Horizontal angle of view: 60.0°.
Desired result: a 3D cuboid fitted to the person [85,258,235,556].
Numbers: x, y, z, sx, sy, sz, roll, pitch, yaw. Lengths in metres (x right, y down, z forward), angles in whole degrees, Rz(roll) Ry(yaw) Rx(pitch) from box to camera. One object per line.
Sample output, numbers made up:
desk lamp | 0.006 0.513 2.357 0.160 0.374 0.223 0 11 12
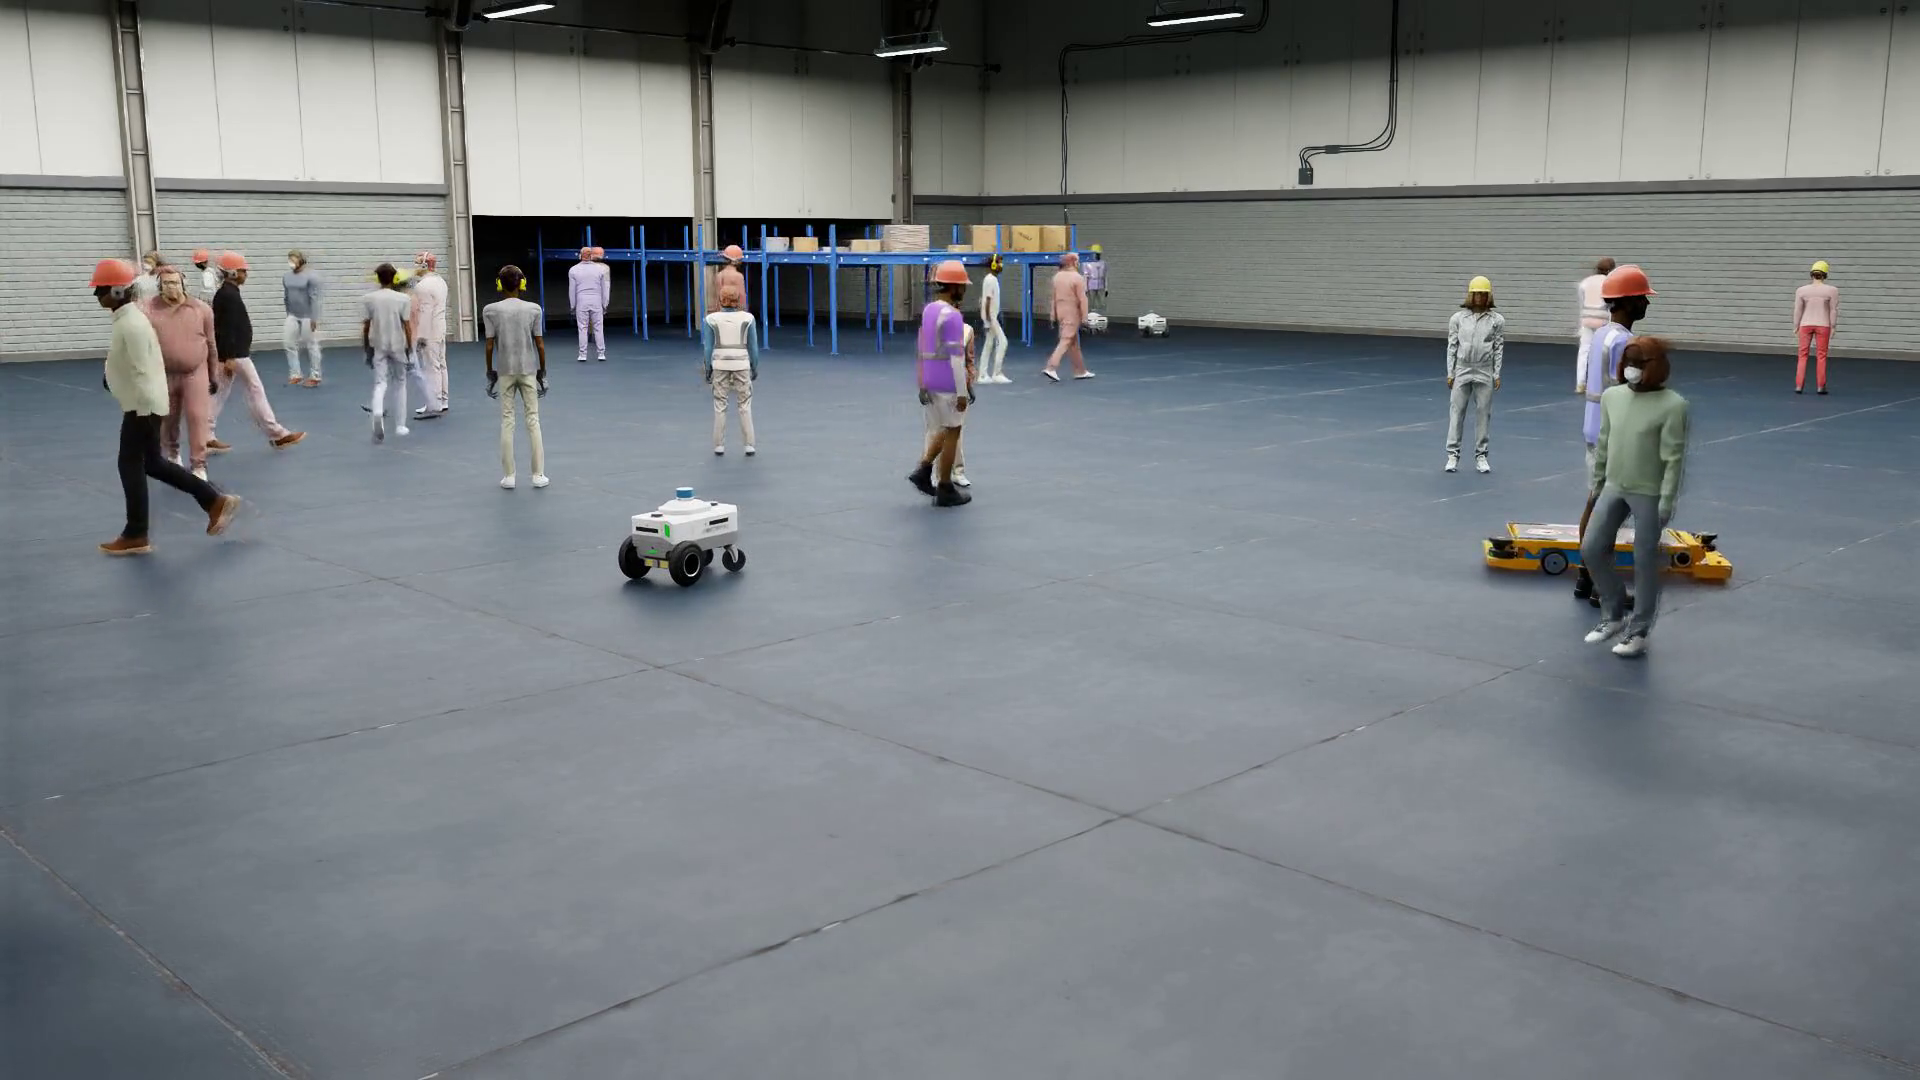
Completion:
person | -5.415 -0.908 11.218 0.804 1.969 0.619 -6 12 -28

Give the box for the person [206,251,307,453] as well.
person | -7.008 -1.822 16.212 1.028 1.942 0.629 -6 12 -31

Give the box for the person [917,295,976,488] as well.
person | -0.116 -1.265 14.021 0.520 1.640 0.307 -4 11 -20

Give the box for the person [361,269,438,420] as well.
person | -6.467 -2.240 19.093 0.893 1.721 0.543 -1 10 -8

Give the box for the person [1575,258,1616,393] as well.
person | 8.680 -2.899 22.491 0.932 1.793 0.639 -9 14 -40

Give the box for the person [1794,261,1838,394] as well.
person | 11.455 -2.844 22.286 0.523 1.769 0.321 7 13 34

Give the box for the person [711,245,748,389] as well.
person | -3.144 -3.070 22.938 0.496 1.978 0.620 -7 12 -32

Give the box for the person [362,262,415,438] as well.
person | -5.999 -1.989 17.435 0.522 1.845 0.818 -1 10 -8

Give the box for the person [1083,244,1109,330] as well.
person | 3.035 -5.564 36.740 0.622 1.892 0.828 -3 11 -16

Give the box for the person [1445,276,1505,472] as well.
person | 4.625 -1.489 14.957 0.487 1.746 0.289 2 11 11

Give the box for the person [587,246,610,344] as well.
person | -7.091 -4.767 32.424 0.579 1.890 0.535 0 10 1

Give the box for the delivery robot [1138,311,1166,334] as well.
delivery robot | 4.010 -4.540 34.700 0.477 0.478 0.707 -4 11 -21

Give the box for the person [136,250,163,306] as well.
person | -10.572 -2.878 22.067 0.626 1.924 0.558 4 11 19

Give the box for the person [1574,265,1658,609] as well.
person | 3.770 -0.597 9.550 0.347 1.943 0.545 1 10 3

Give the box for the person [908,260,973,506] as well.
person | -0.102 -1.232 13.073 0.429 1.918 0.562 -5 11 -25

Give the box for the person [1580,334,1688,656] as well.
person | 3.357 -0.218 8.342 0.405 1.616 0.534 -7 12 -32

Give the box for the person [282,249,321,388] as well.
person | -9.165 -3.053 23.001 0.661 1.916 0.699 4 11 20

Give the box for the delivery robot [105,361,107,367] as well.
delivery robot | -11.331 -2.370 22.864 0.707 0.478 0.477 -2 11 -10

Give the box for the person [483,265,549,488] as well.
person | -3.728 -1.372 13.994 0.510 1.865 0.329 -3 11 -14

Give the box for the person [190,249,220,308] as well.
person | -12.732 -3.970 28.139 0.936 1.866 0.623 -5 12 -26

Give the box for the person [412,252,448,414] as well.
person | -6.355 -2.480 19.904 0.408 1.913 0.641 0 10 0

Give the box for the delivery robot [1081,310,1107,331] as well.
delivery robot | 2.811 -4.638 35.236 0.477 0.478 0.707 -6 12 -28

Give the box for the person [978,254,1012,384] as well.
person | 0.545 -3.162 23.813 0.641 1.849 0.516 0 10 0

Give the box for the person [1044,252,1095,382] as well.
person | 1.588 -3.269 24.335 0.981 1.867 0.663 -7 12 -33

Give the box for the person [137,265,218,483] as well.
person | -6.802 -1.452 14.451 0.659 1.869 0.930 -5 11 -24

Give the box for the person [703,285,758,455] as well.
person | -2.218 -1.640 16.085 0.520 1.634 0.309 -1 10 -5

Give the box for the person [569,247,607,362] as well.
person | -6.268 -3.971 28.048 0.639 1.910 0.407 -4 11 -19

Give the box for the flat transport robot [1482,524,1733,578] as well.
flat transport robot | 4.123 0.055 10.672 1.431 0.197 0.652 3 11 13

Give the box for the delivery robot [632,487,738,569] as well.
delivery robot | -1.716 -0.085 10.409 0.477 0.478 0.707 6 12 32
